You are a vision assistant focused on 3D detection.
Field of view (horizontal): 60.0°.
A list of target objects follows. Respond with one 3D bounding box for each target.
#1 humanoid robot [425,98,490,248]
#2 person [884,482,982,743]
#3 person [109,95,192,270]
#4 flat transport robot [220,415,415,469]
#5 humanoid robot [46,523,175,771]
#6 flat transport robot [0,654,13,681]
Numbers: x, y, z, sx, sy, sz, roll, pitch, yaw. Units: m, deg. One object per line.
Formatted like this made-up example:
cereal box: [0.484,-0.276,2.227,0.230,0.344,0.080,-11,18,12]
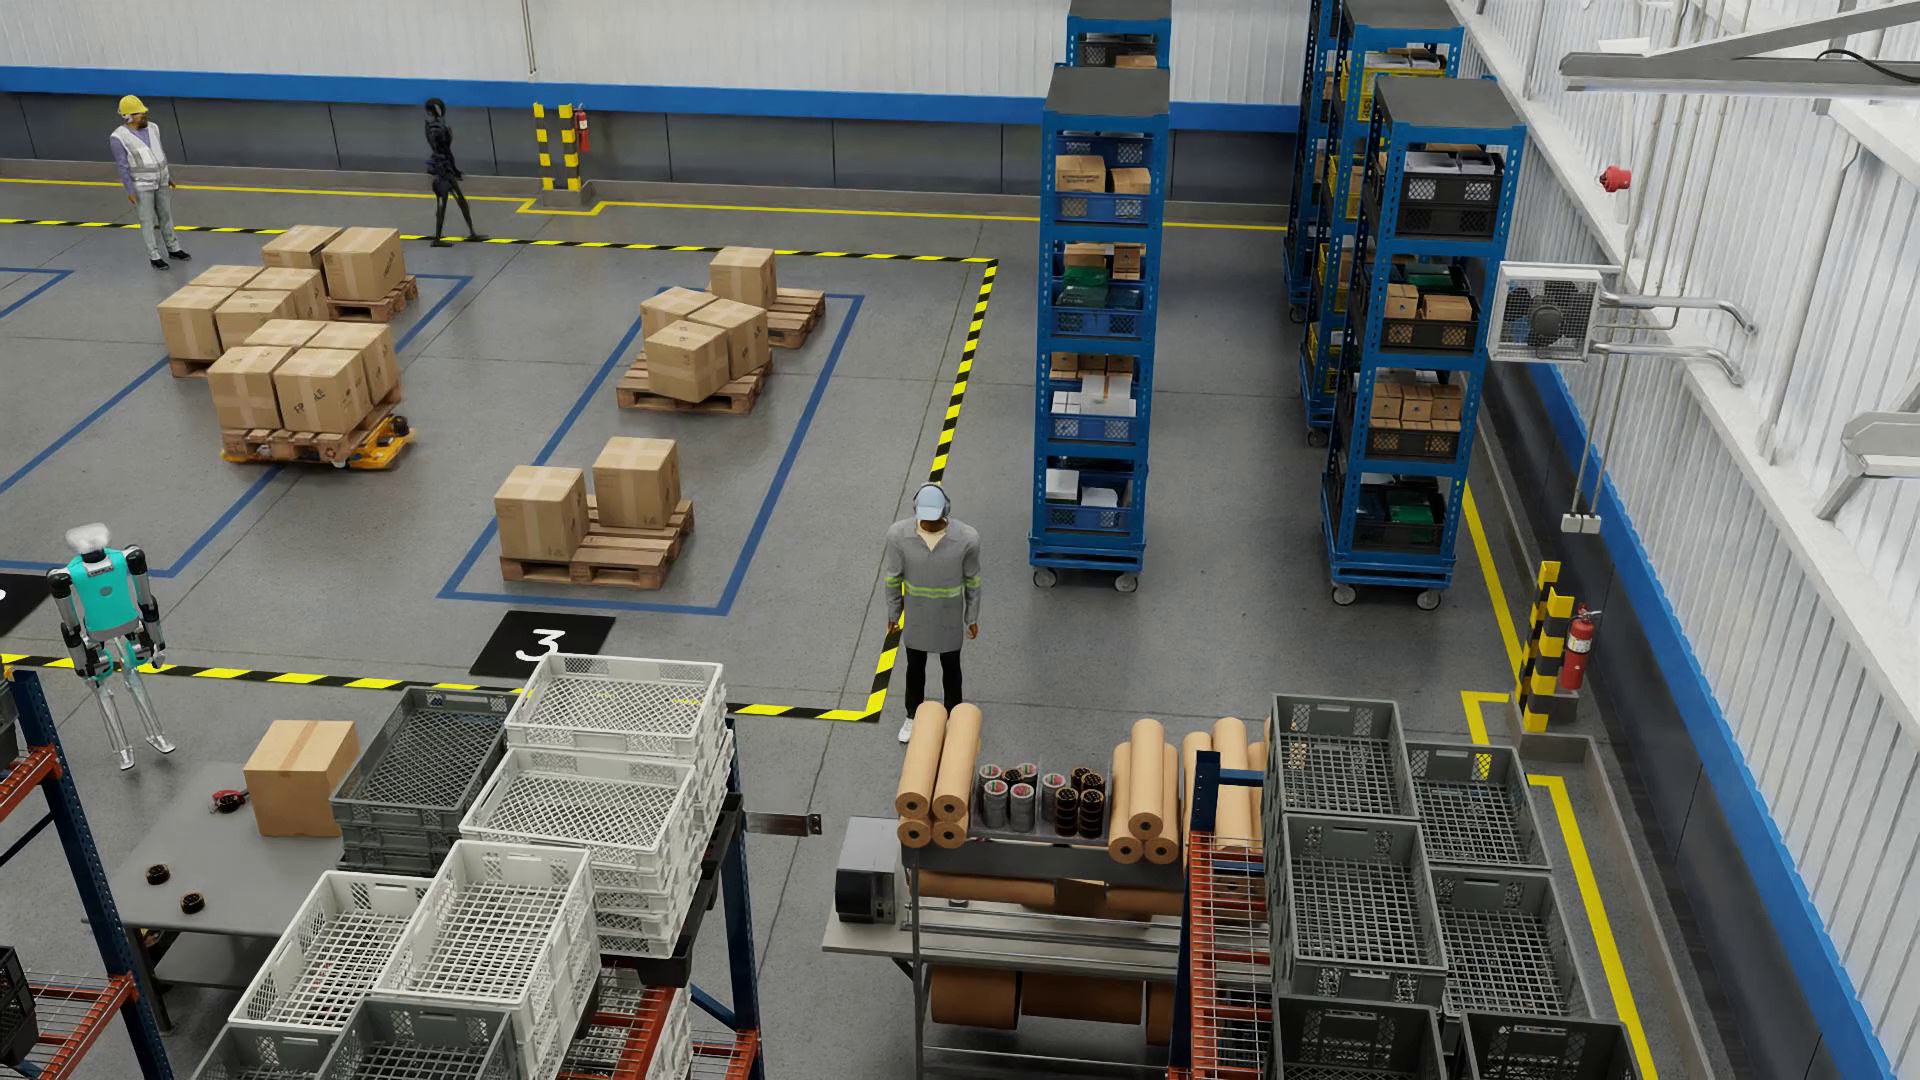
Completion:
humanoid robot: [-5.587,-4.011,18.173,0.639,1.638,0.601,-1,30,-3]
person: [-0.171,0.464,10.302,0.598,1.850,0.387,3,30,5]
person: [-8.594,-3.798,17.640,0.404,1.832,0.599,13,33,21]
flat transport robot: [-5.464,-0.873,14.144,1.431,0.197,0.652,3,30,6]
humanoid robot: [-5.159,0.579,10.089,0.533,1.674,0.735,-22,37,-33]
flat transport robot: [-7.142,0.969,11.010,1.431,0.231,0.659,3,30,6]
